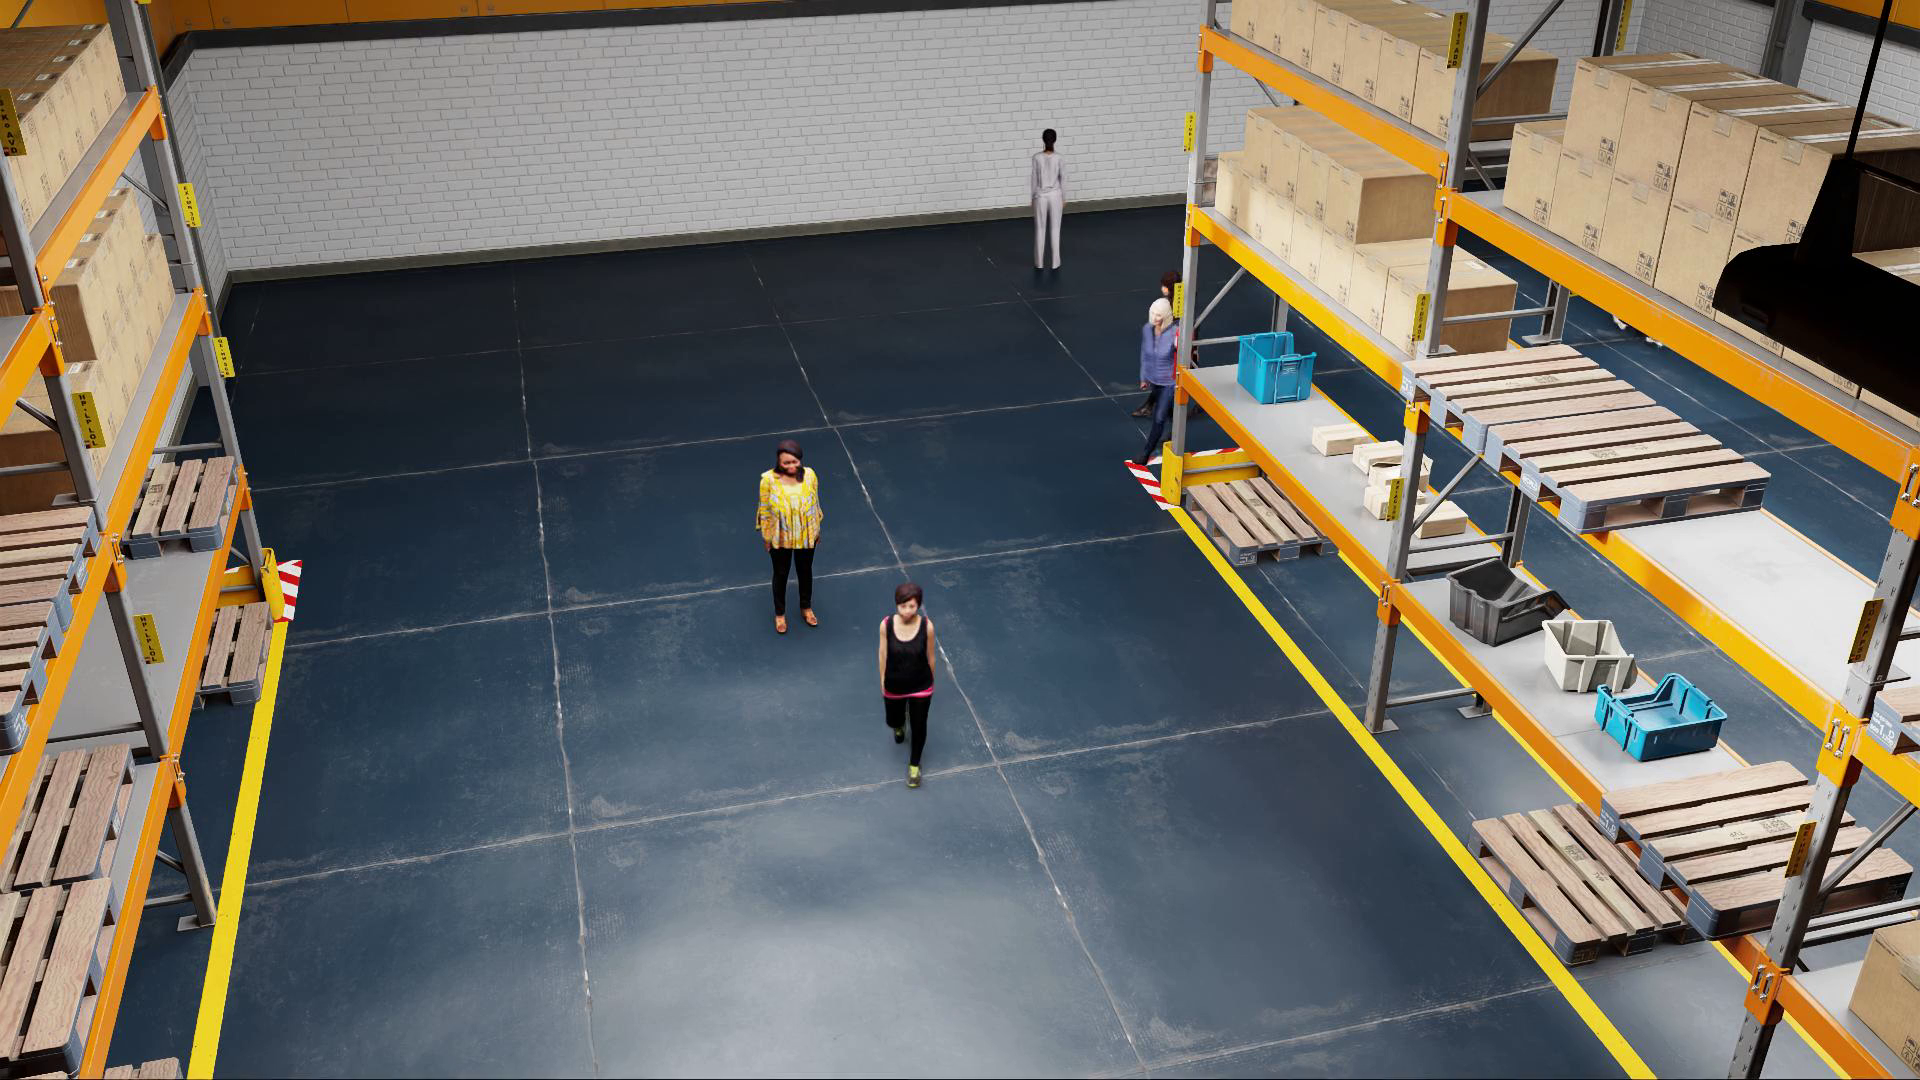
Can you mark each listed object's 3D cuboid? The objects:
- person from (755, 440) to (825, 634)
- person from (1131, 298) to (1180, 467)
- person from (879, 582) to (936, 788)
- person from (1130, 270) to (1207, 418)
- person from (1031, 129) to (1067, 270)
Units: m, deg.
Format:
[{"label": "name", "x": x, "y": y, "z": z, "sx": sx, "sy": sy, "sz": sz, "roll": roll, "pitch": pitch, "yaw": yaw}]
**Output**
[{"label": "person", "x": -1.343, "y": -0.044, "z": 13.262, "sx": 0.751, "sy": 1.655, "sz": 0.785, "roll": -12, "pitch": 31, "yaw": -20}, {"label": "person", "x": 2.022, "y": -1.548, "z": 16.027, "sx": 1.155, "sy": 1.648, "sz": 1.260, "roll": -25, "pitch": 37, "yaw": -37}, {"label": "person", "x": -0.355, "y": 0.939, "z": 11.577, "sx": 0.681, "sy": 1.541, "sz": 0.879, "roll": 1, "pitch": 29, "yaw": 1}, {"label": "person", "x": 2.276, "y": -1.950, "z": 16.824, "sx": 0.832, "sy": 1.589, "sz": 1.051, "roll": -1, "pitch": 29, "yaw": -1}, {"label": "person", "x": 1.105, "y": -4.287, "z": 20.916, "sx": 0.663, "sy": 1.773, "sz": 0.645, "roll": 3, "pitch": 29, "yaw": 5}]
